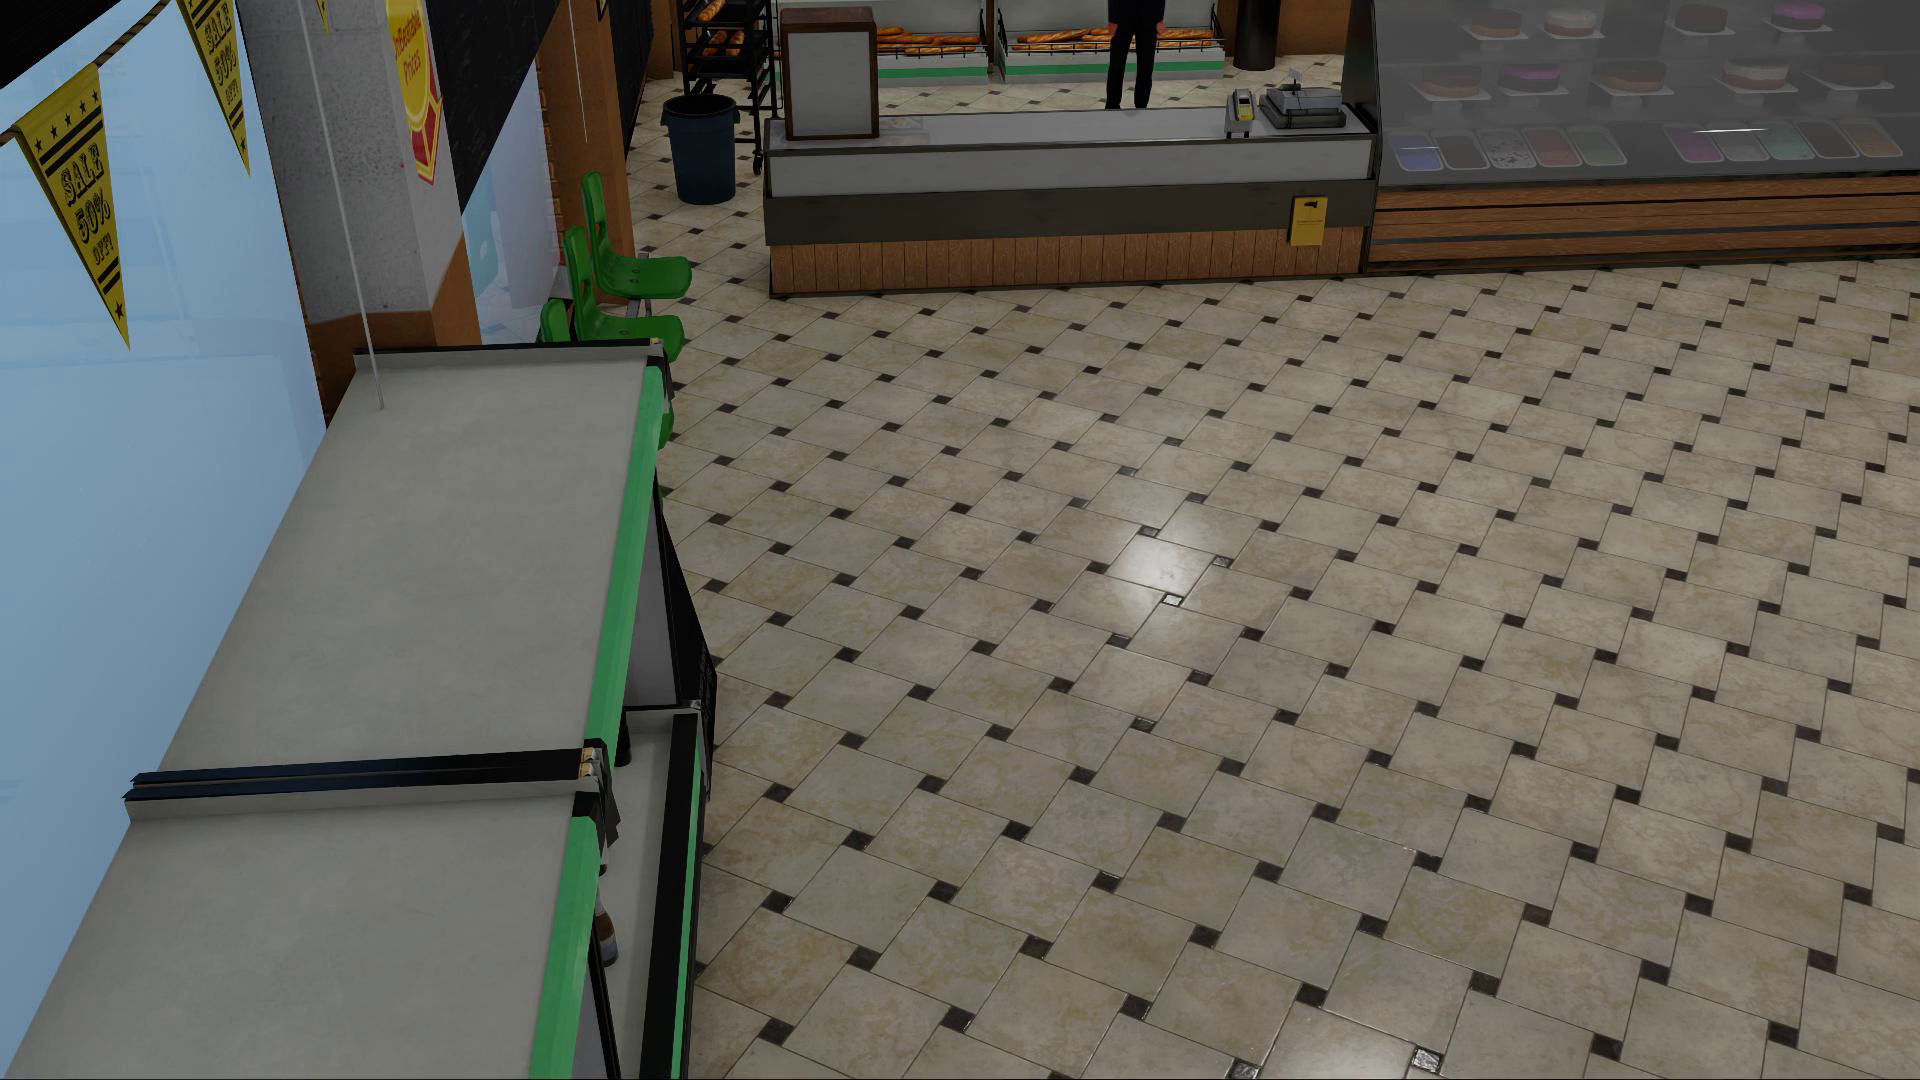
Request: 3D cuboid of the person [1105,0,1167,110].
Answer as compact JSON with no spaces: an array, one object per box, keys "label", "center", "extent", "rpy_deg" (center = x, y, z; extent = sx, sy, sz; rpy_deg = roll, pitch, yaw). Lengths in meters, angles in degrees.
[{"label":"person","center":[1.430,-4.241,13.474],"extent":[0.620,1.863,0.578],"rpy_deg":[-2,32,-3]}]
